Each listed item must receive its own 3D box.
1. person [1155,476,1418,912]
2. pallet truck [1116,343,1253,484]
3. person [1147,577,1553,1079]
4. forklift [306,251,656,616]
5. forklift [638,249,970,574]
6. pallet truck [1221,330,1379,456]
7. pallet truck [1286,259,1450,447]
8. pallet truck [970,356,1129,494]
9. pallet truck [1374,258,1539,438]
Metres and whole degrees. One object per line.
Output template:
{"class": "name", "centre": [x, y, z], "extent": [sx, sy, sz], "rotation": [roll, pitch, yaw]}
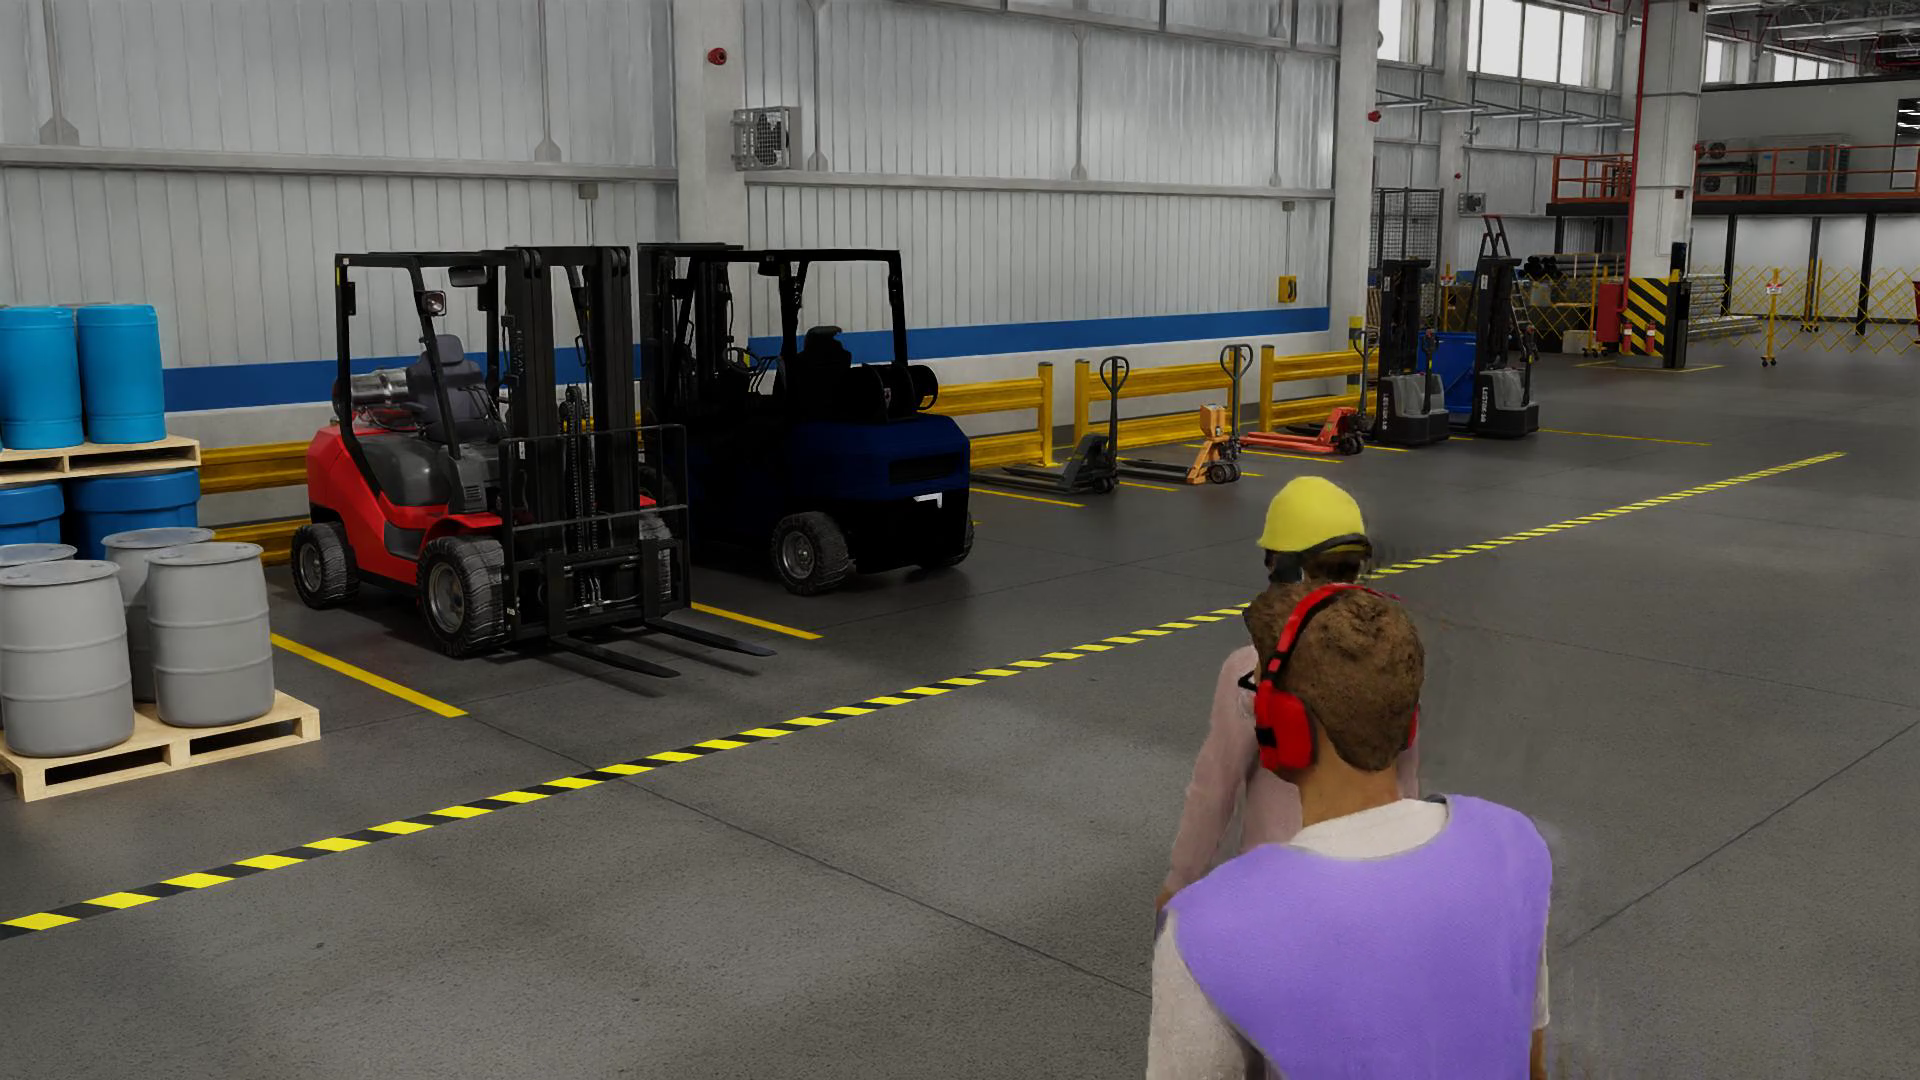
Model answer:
{"class": "person", "centre": [0.710, 0.718, 3.683], "extent": [0.540, 1.720, 0.894], "rotation": [-7, 12, -32]}
{"class": "pallet truck", "centre": [1.962, -1.215, 15.415], "extent": [1.522, 1.261, 0.704], "rotation": [10, 14, 43]}
{"class": "person", "centre": [0.430, 0.940, 2.192], "extent": [0.605, 1.822, 0.669], "rotation": [-6, 12, -30]}
{"class": "forklift", "centre": [-2.833, -0.669, 9.694], "extent": [1.157, 1.987, 2.680], "rotation": [-10, 14, -44]}
{"class": "forklift", "centre": [-1.173, -0.958, 11.239], "extent": [2.680, 1.987, 1.157], "rotation": [10, 14, 43]}
{"class": "pallet truck", "centre": [3.563, -1.581, 17.381], "extent": [0.653, 1.274, 1.630], "rotation": [-10, 14, -44]}
{"class": "pallet truck", "centre": [4.493, -2.078, 18.196], "extent": [0.823, 1.965, 1.885], "rotation": [-9, 14, -40]}
{"class": "pallet truck", "centre": [0.784, -1.085, 14.876], "extent": [0.680, 1.201, 1.601], "rotation": [-10, 14, -44]}
{"class": "pallet truck", "centre": [5.704, -2.208, 18.901], "extent": [1.885, 1.965, 0.823], "rotation": [10, 14, 43]}
